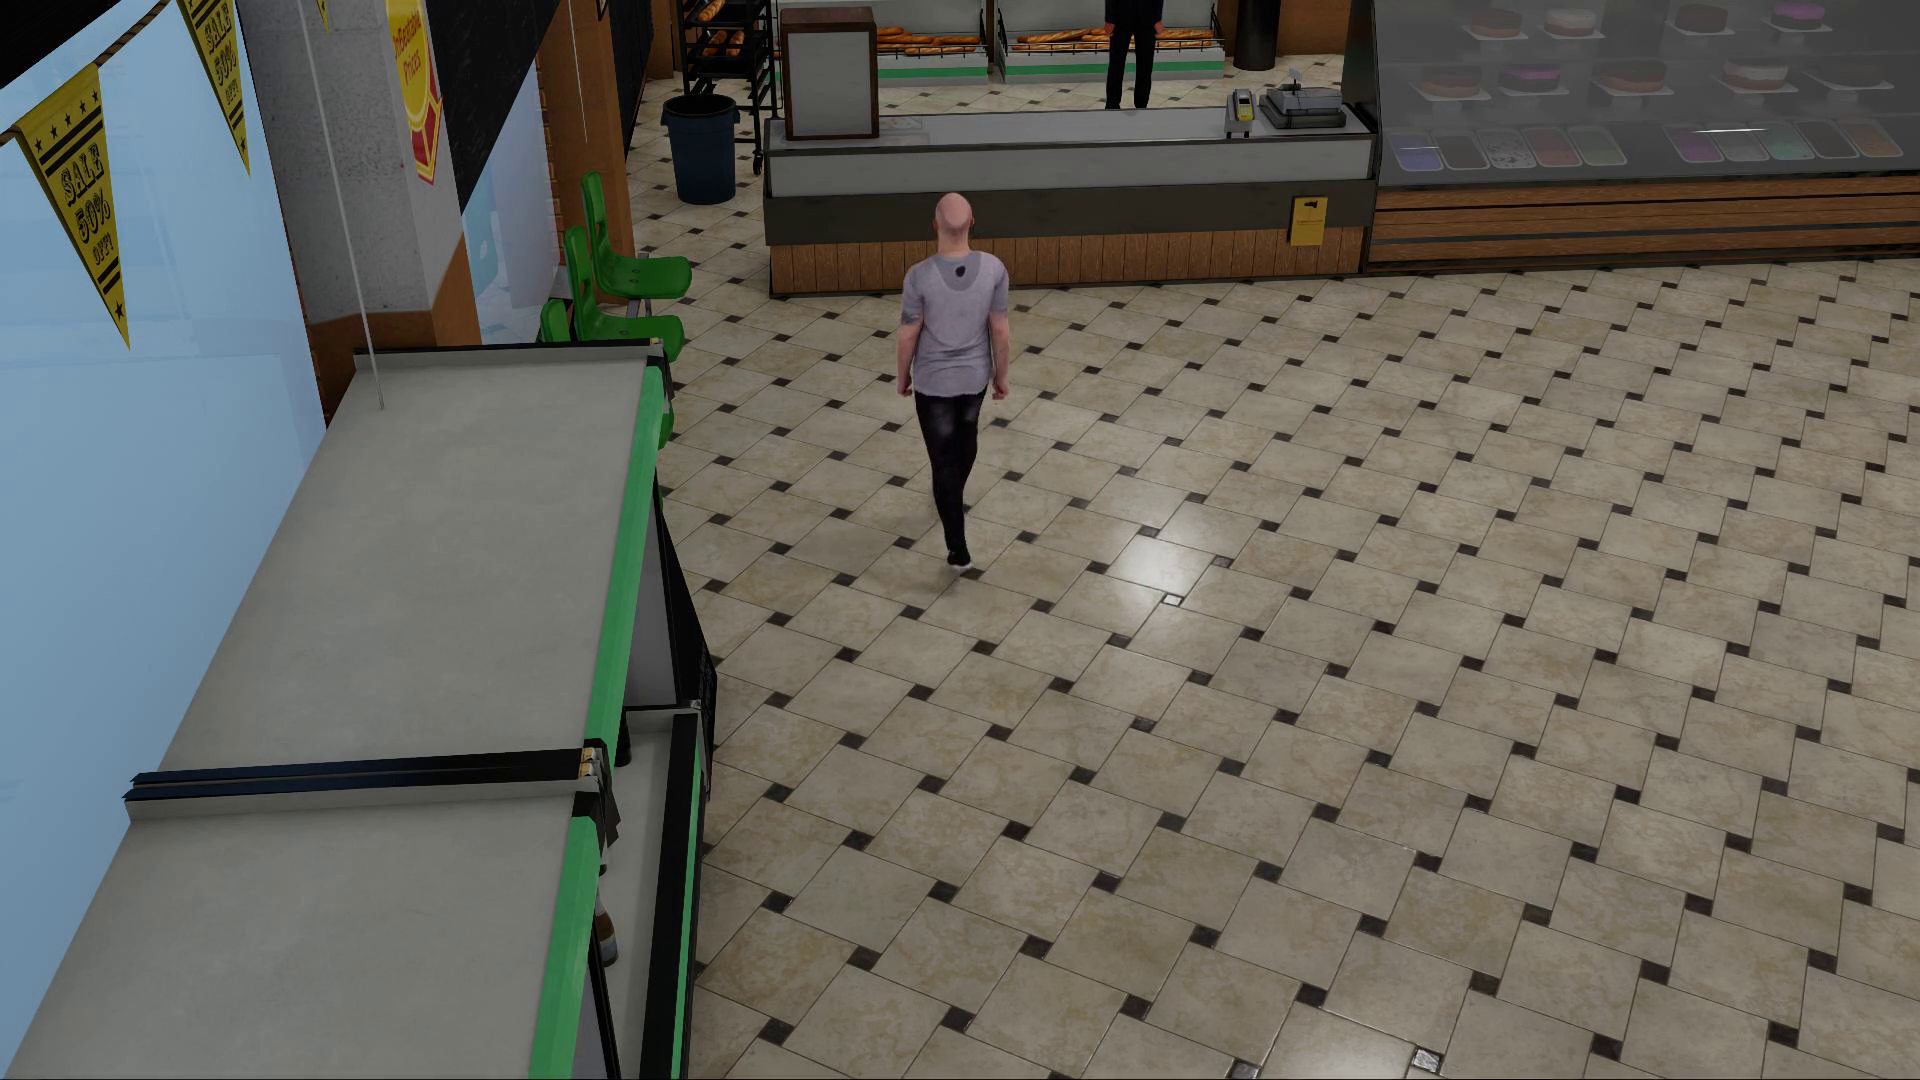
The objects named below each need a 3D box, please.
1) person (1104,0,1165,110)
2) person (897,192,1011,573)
[{"bbox_3d":[1.416,-4.244,13.474,0.628,1.868,0.562,-3,32,-4],"label":"person"},{"bbox_3d":[-0.021,-0.709,7.862,0.817,1.795,1.249,-8,33,-12],"label":"person"}]
